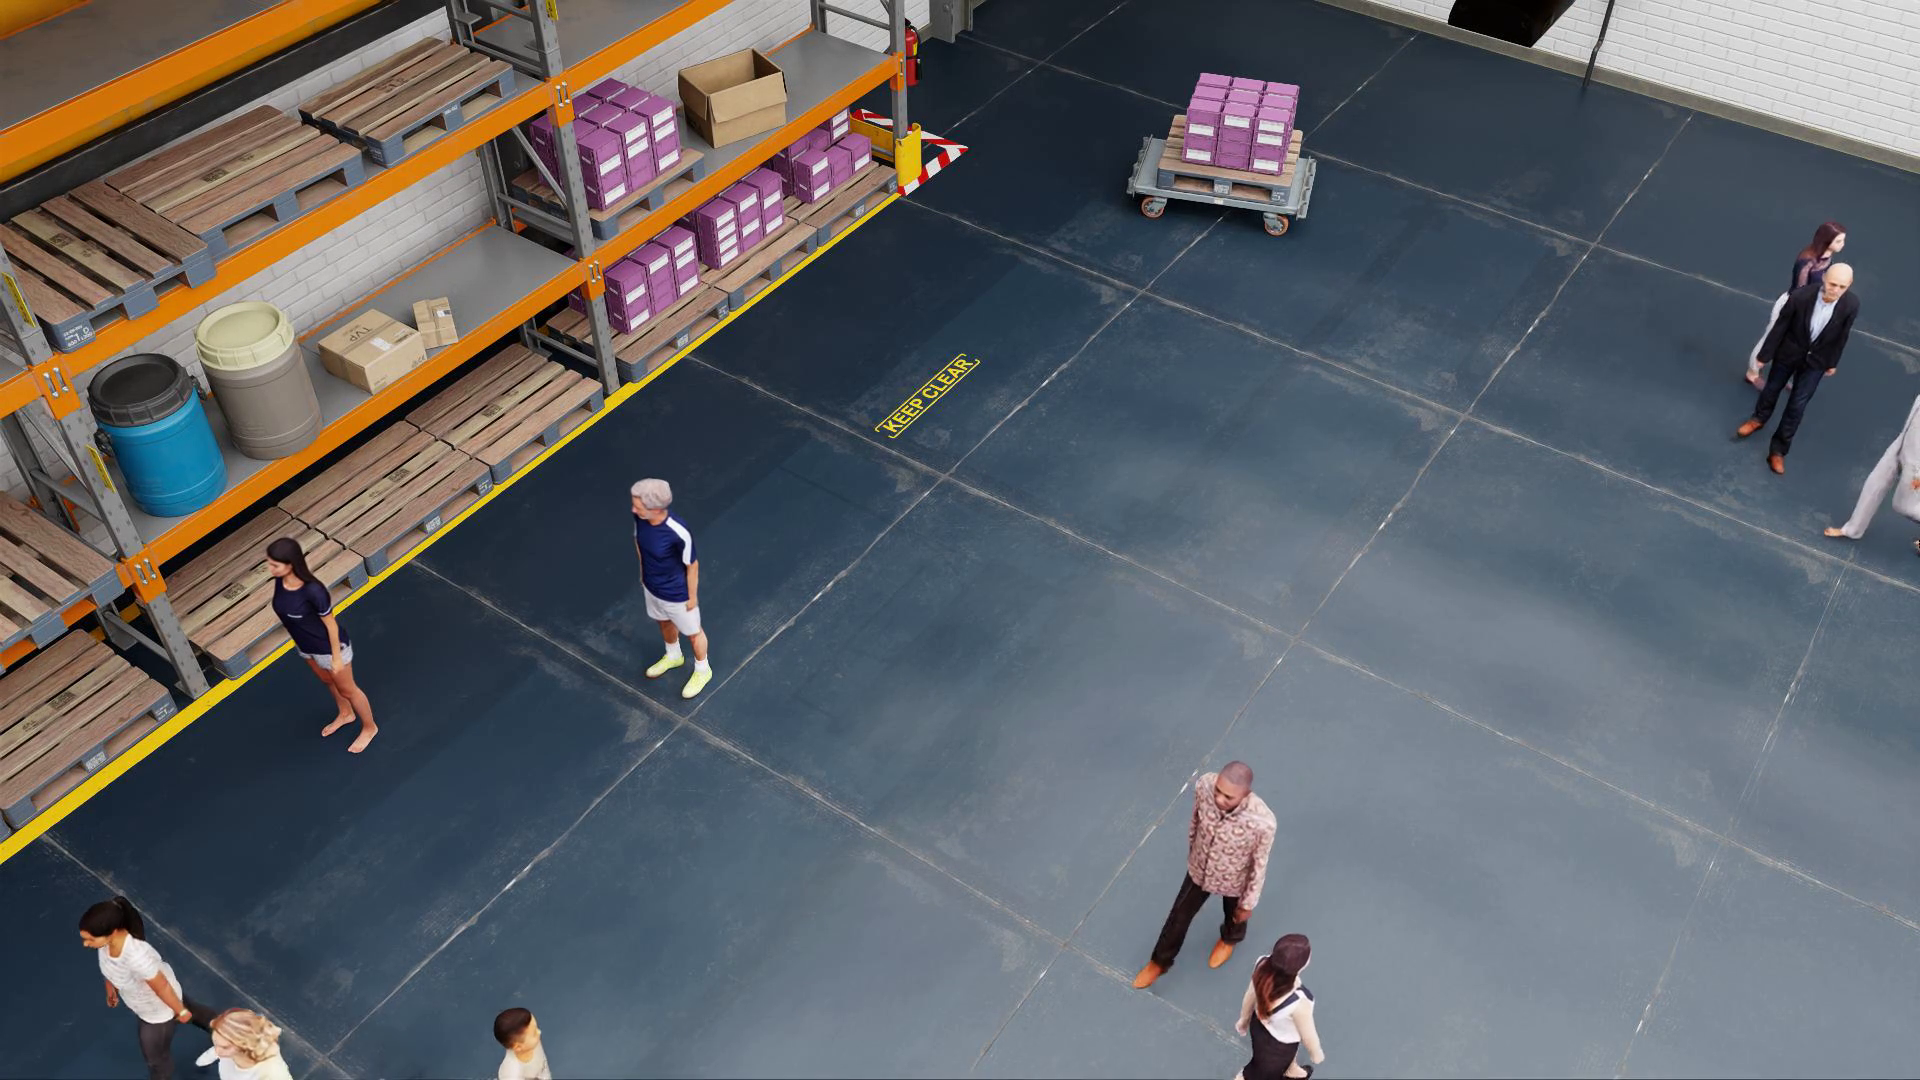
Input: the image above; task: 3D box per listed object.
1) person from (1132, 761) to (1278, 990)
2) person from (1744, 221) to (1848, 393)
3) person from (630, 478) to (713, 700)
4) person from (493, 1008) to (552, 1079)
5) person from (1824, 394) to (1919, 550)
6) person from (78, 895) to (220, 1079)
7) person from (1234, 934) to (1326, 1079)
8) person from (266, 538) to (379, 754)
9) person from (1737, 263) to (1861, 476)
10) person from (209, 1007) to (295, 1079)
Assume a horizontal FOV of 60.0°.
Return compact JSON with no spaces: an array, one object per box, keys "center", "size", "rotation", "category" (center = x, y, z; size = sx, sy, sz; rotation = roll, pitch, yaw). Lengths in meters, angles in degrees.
[{"center":[1.505,1.759,9.187],"size":[0.702,1.787,0.964],"rotation":[28,50,26],"category":"person"},{"center":[6.529,-1.849,13.114],"size":[0.664,1.594,0.742],"rotation":[-28,50,-26],"category":"person"},{"center":[-1.868,0.273,10.714],"size":[0.626,1.833,0.536],"rotation":[27,50,26],"category":"person"},{"center":[-2.210,2.828,8.313],"size":[0.877,1.444,0.943],"rotation":[7,44,7],"category":"person"},{"center":[6.819,-0.586,11.702],"size":[0.992,1.712,1.081],"rotation":[6,44,6],"category":"person"},{"center":[-4.135,2.334,8.705],"size":[0.675,1.618,1.000],"rotation":[34,53,31],"category":"person"},{"center":[1.515,2.595,8.443],"size":[1.160,1.603,0.912],"rotation":[-20,47,-19],"category":"person"},{"center":[-3.981,0.640,10.377],"size":[0.567,1.766,0.523],"rotation":[27,50,26],"category":"person"},{"center":[6.339,-1.409,12.528],"size":[0.839,1.766,1.032],"rotation":[19,47,19],"category":"person"},{"center":[-3.298,2.739,8.213],"size":[0.622,1.712,0.642],"rotation":[26,49,24],"category":"person"}]
